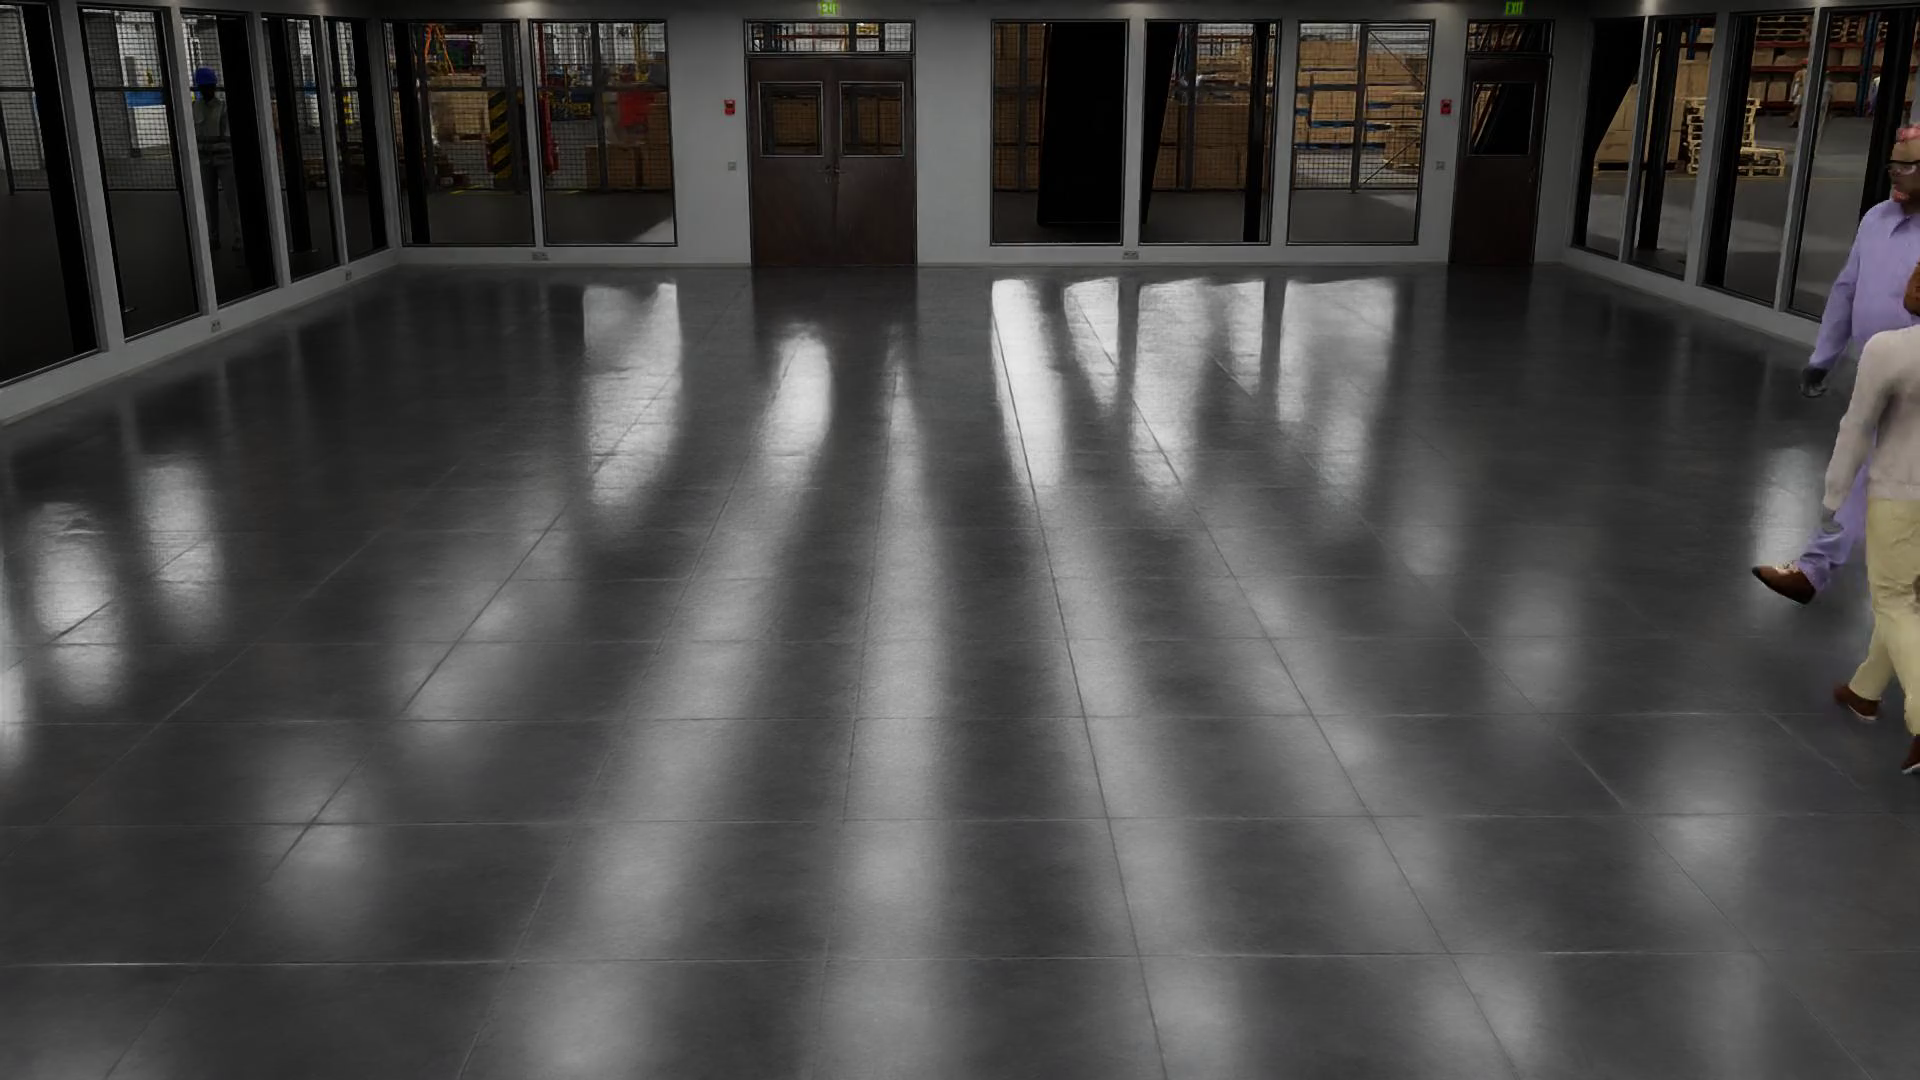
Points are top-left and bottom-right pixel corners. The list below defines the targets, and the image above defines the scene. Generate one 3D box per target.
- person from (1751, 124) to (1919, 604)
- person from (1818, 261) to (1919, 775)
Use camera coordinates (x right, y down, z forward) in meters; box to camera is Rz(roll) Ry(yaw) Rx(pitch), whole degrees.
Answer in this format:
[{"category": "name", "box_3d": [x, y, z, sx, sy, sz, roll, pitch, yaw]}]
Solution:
[{"category": "person", "box_3d": [3.587, -0.654, 6.431, 1.029, 1.848, 0.639, -2, 16, -6]}, {"category": "person", "box_3d": [2.924, -0.113, 5.023, 0.529, 1.596, 0.815, 1, 16, 2]}]
